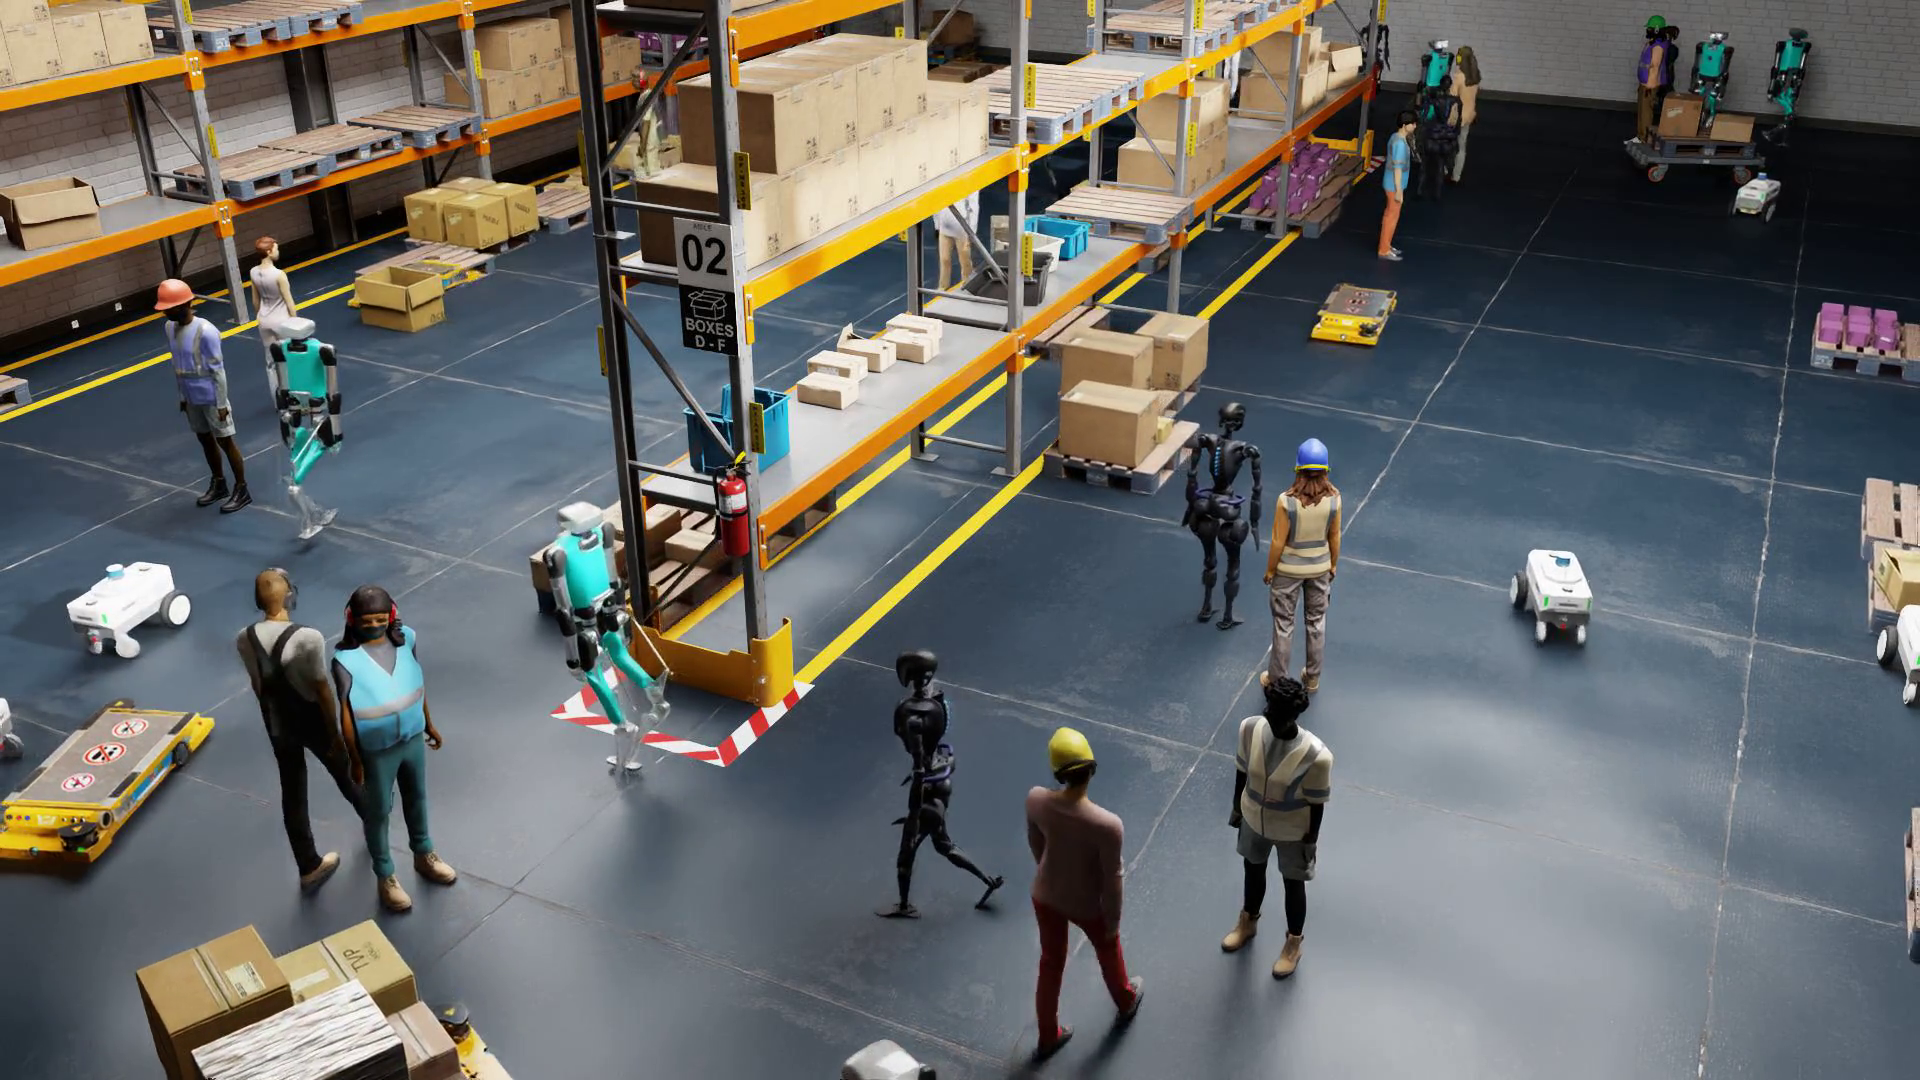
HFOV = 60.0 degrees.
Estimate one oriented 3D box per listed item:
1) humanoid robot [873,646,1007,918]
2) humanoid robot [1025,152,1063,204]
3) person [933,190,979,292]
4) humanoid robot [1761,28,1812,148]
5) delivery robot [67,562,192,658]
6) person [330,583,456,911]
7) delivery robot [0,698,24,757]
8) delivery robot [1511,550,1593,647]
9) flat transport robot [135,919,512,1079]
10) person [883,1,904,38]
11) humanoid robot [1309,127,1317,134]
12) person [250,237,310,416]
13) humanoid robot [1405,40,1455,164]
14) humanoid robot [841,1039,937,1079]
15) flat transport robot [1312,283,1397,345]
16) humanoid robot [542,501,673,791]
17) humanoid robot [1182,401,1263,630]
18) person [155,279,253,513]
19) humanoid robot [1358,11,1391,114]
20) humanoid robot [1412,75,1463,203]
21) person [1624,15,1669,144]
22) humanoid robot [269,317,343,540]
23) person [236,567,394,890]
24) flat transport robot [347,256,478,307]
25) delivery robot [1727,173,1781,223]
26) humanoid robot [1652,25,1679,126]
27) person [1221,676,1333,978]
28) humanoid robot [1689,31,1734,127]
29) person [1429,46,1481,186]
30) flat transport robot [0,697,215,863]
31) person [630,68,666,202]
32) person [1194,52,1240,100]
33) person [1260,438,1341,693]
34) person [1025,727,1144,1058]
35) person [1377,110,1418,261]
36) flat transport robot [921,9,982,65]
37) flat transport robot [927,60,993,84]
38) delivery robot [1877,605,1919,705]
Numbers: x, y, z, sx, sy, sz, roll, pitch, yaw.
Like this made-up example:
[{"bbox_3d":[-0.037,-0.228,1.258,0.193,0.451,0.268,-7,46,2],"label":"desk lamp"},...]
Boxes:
[{"bbox_3d":[-0.110,1.287,8.623,0.693,1.634,0.602,2,26,4],"label":"humanoid robot"},{"bbox_3d":[1.028,-5.196,21.764,0.821,1.637,0.590,-22,34,-37],"label":"humanoid robot"},{"bbox_3d":[-0.067,-3.357,17.900,0.565,1.750,0.392,15,30,28],"label":"person"},{"bbox_3d":[12.224,-6.590,24.441,0.561,1.731,1.021,-4,27,-9],"label":"humanoid robot"},{"bbox_3d":[-5.782,0.445,11.556,0.520,0.594,0.766,7,27,15],"label":"delivery robot"},{"bbox_3d":[-3.021,1.068,8.821,0.391,1.865,0.519,20,33,35],"label":"person"},{"bbox_3d":[-6.191,1.163,10.129,0.812,0.614,0.499,2,26,5],"label":"delivery robot"},{"bbox_3d":[4.209,0.365,11.734,0.499,0.609,0.807,4,27,7],"label":"delivery robot"},{"bbox_3d":[-2.790,2.618,7.490,1.431,0.231,0.659,-20,32,-34],"label":"flat transport robot"},{"bbox_3d":[-1.119,-9.484,30.189,0.489,1.816,0.537,-23,35,-39],"label":"person"},{"bbox_3d":[5.173,-6.699,24.672,0.842,1.768,0.537,-3,26,-5],"label":"humanoid robot"},{"bbox_3d":[-6.189,-1.935,15.119,0.442,1.656,0.286,9,28,18],"label":"person"},{"bbox_3d":[6.610,-6.239,23.780,0.540,1.839,0.653,-12,29,-23],"label":"humanoid robot"},{"bbox_3d":[-0.067,2.592,5.825,0.792,1.713,0.535,19,32,33],"label":"humanoid robot"},{"bbox_3d":[4.195,-2.398,17.622,0.659,0.231,1.431,10,28,19],"label":"flat transport robot"},{"bbox_3d":[-1.996,0.703,9.810,0.691,1.888,0.533,14,30,26],"label":"humanoid robot"},{"bbox_3d":[1.811,-0.174,11.545,0.615,1.655,0.303,18,31,31],"label":"humanoid robot"},{"bbox_3d":[-6.038,-1.145,13.225,0.544,1.929,0.384,13,29,24],"label":"person"},{"bbox_3d":[6.687,-7.717,26.824,0.587,1.628,0.750,-9,28,-17],"label":"humanoid robot"},{"bbox_3d":[6.284,-5.268,21.824,0.588,1.647,0.407,-4,27,-7],"label":"humanoid robot"},{"bbox_3d":[10.180,-6.758,24.572,0.427,1.924,0.530,3,27,6],"label":"person"},{"bbox_3d":[-5.034,-0.759,12.679,0.537,1.773,0.903,6,27,12],"label":"humanoid robot"},{"bbox_3d":[-3.551,0.953,9.124,0.530,1.801,0.913,3,27,7],"label":"person"},{"bbox_3d":[-6.085,-2.845,18.525,0.659,0.231,1.431,10,28,20],"label":"flat transport robot"},{"bbox_3d":[10.242,-4.410,21.356,0.499,0.587,0.789,21,33,36],"label":"delivery robot"},{"bbox_3d":[10.685,-6.941,25.198,0.352,1.649,0.585,2,26,4],"label":"humanoid robot"},{"bbox_3d":[1.583,1.413,8.324,0.534,1.693,0.321,21,33,36],"label":"person"},{"bbox_3d":[11.096,-6.655,24.569,0.545,1.768,0.790,19,32,33],"label":"humanoid robot"},{"bbox_3d":[6.748,-5.771,22.649,0.554,1.858,0.506,-13,29,-24],"label":"person"},{"bbox_3d":[-5.118,1.412,9.926,0.659,0.231,1.431,2,26,5],"label":"flat transport robot"},{"bbox_3d":[-4.097,-5.129,21.377,0.644,1.825,0.583,-5,27,-10],"label":"person"},{"bbox_3d":[3.772,-6.732,24.590,0.707,1.852,0.977,24,35,39],"label":"person"},{"bbox_3d":[2.193,0.183,10.706,0.481,1.777,0.309,-4,27,-8],"label":"person"},{"bbox_3d":[0.597,1.612,7.871,0.548,1.727,0.736,15,30,28],"label":"person"},{"bbox_3d":[5.120,-4.158,19.501,0.328,1.759,0.502,4,27,9],"label":"person"},{"bbox_3d":[-0.370,-8.944,30.844,1.431,0.231,0.659,12,29,23],"label":"flat transport robot"},{"bbox_3d":[-0.095,-6.574,26.057,1.431,0.231,0.659,12,29,23],"label":"flat transport robot"},{"bbox_3d":[6.417,0.728,10.983,0.499,0.592,0.774,9,28,17],"label":"delivery robot"}]
